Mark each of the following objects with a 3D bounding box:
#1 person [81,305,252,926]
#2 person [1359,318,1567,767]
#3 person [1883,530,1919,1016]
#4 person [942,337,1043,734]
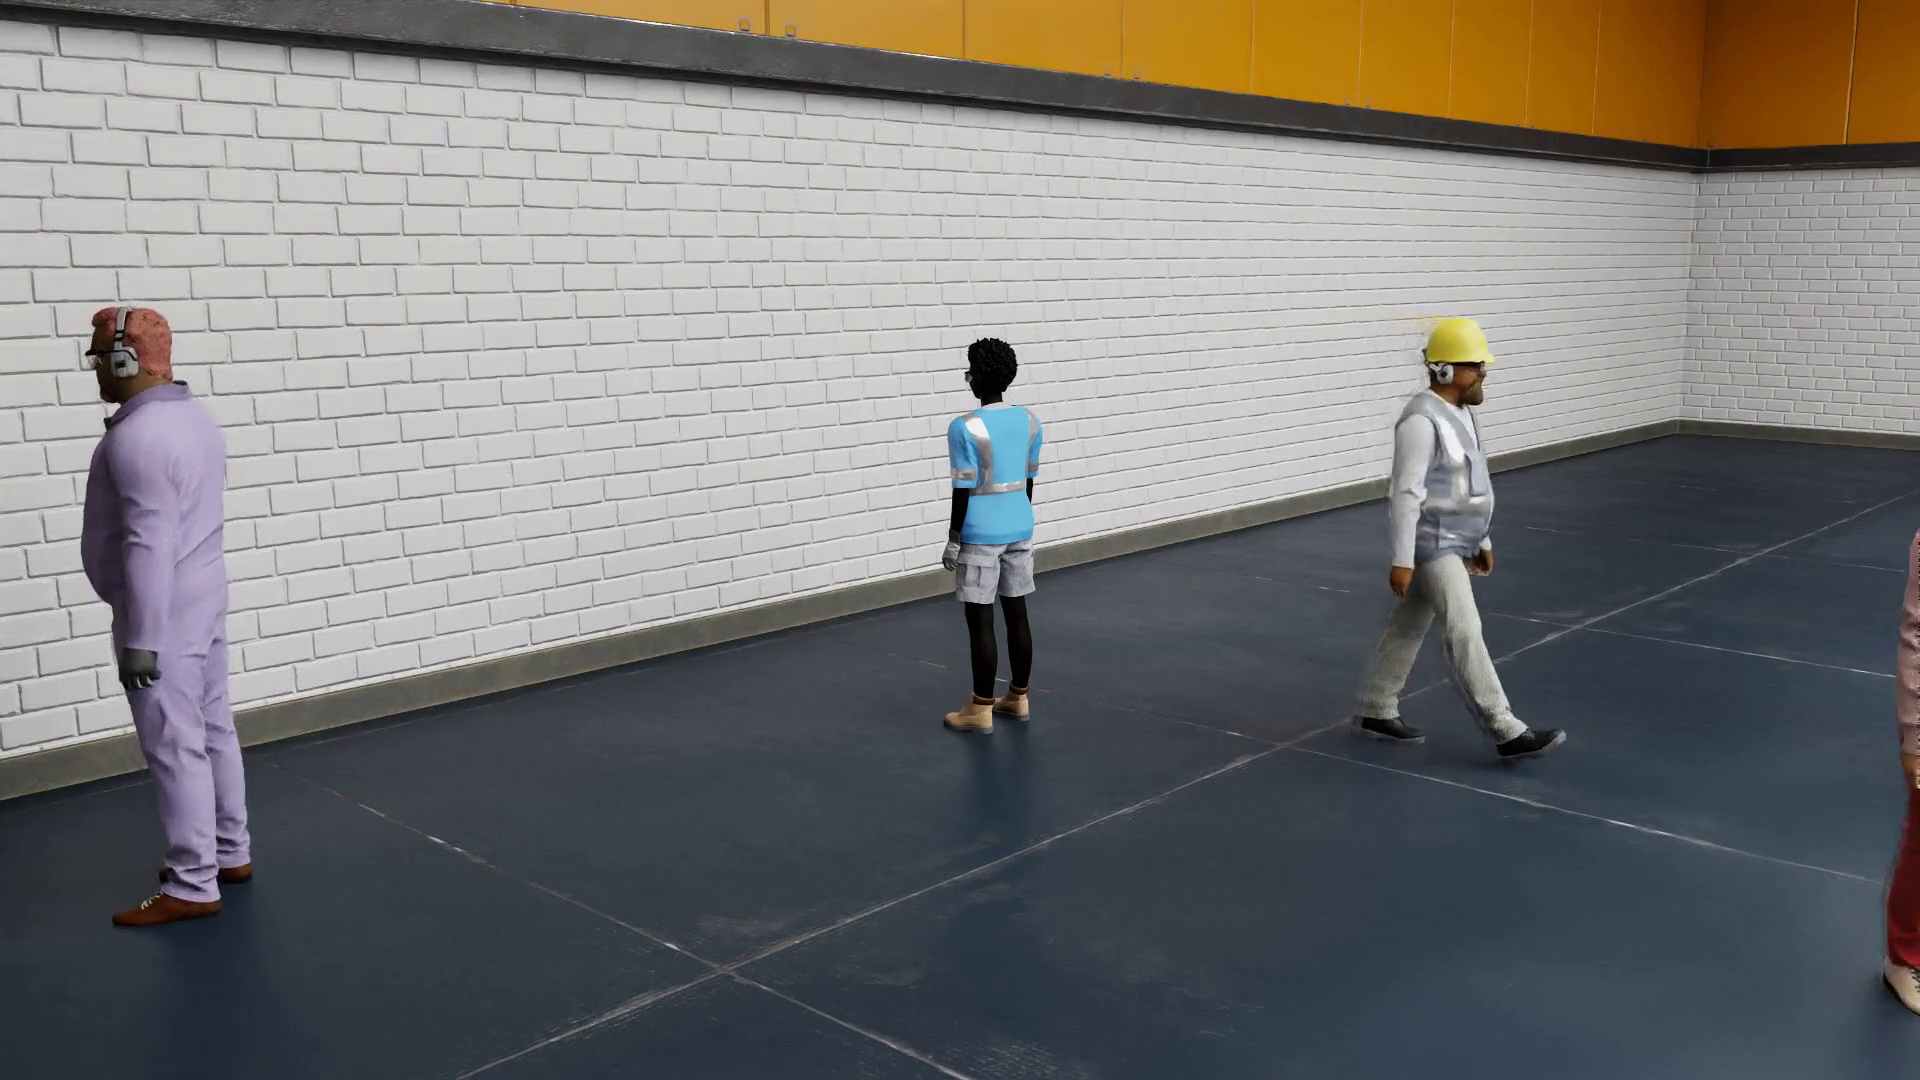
[{"bbox_3d":[-2.481,0.231,5.158,0.402,1.904,0.651,-1,10,-8],"label":"person"},{"bbox_3d":[2.042,0.011,6.720,0.898,1.785,0.621,6,12,31],"label":"person"},{"bbox_3d":[2.644,0.465,4.318,0.540,1.725,0.590,0,10,1],"label":"person"},{"bbox_3d":[0.133,-0.017,7.161,0.318,1.697,0.535,9,13,42],"label":"person"}]
